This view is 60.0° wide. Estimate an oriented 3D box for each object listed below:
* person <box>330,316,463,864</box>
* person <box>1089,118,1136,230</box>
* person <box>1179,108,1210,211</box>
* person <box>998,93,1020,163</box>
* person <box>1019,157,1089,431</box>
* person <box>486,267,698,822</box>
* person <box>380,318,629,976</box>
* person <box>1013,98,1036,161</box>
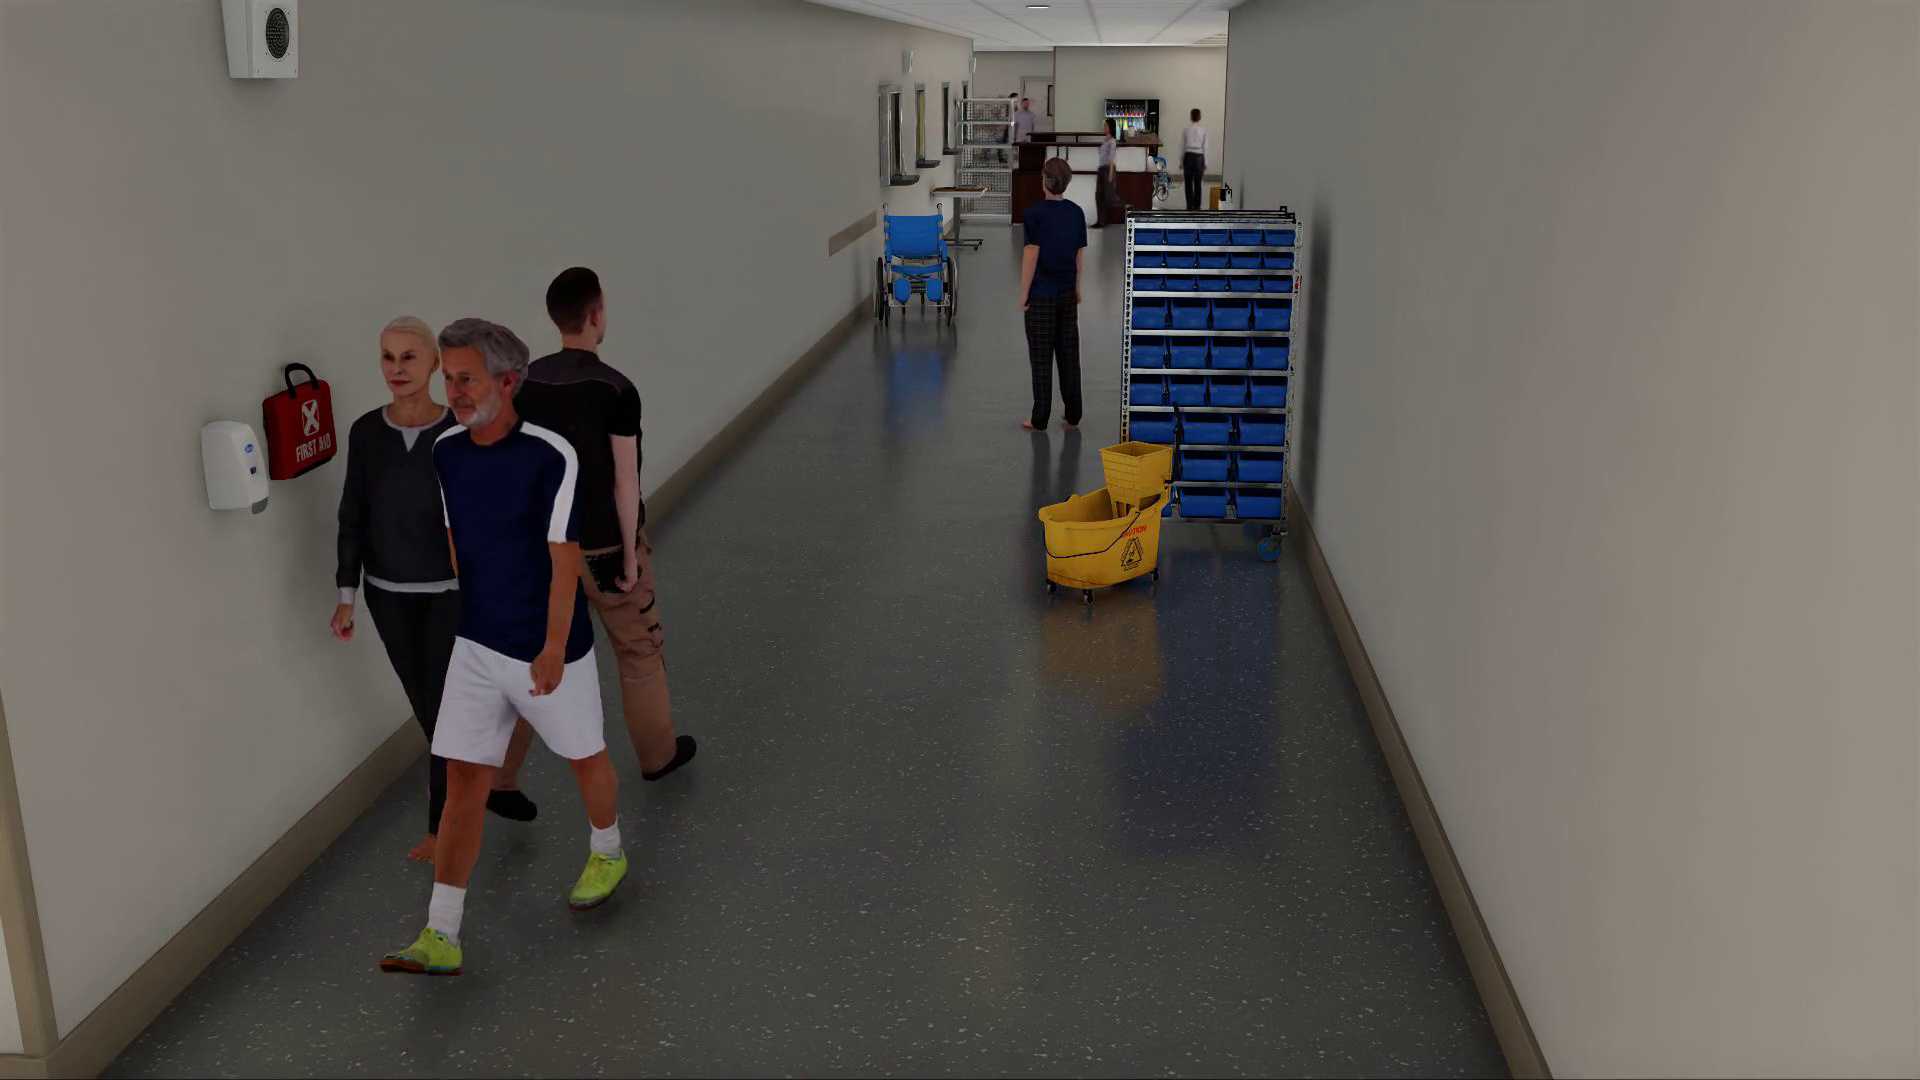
[{"bbox_3d":[-1.728,0.134,5.412,1.052,1.681,0.746,0,16,0],"label":"person"},{"bbox_3d":[2.423,-5.777,26.315,1.064,1.714,0.812,-4,16,-13],"label":"person"},{"bbox_3d":[4.109,-6.651,29.275,0.987,1.791,0.749,2,16,9],"label":"person"},{"bbox_3d":[1.330,-11.155,45.170,1.263,1.835,0.990,9,18,29],"label":"person"},{"bbox_3d":[0.648,-1.717,11.627,0.672,1.871,0.797,-8,18,-26],"label":"person"},{"bbox_3d":[-1.308,0.056,5.472,1.199,1.798,1.010,7,17,25],"label":"person"},{"bbox_3d":[-1.174,0.284,4.709,1.163,1.774,0.871,5,16,17],"label":"person"},{"bbox_3d":[1.508,-9.596,39.680,0.762,1.813,0.779,1,16,3],"label":"person"}]
